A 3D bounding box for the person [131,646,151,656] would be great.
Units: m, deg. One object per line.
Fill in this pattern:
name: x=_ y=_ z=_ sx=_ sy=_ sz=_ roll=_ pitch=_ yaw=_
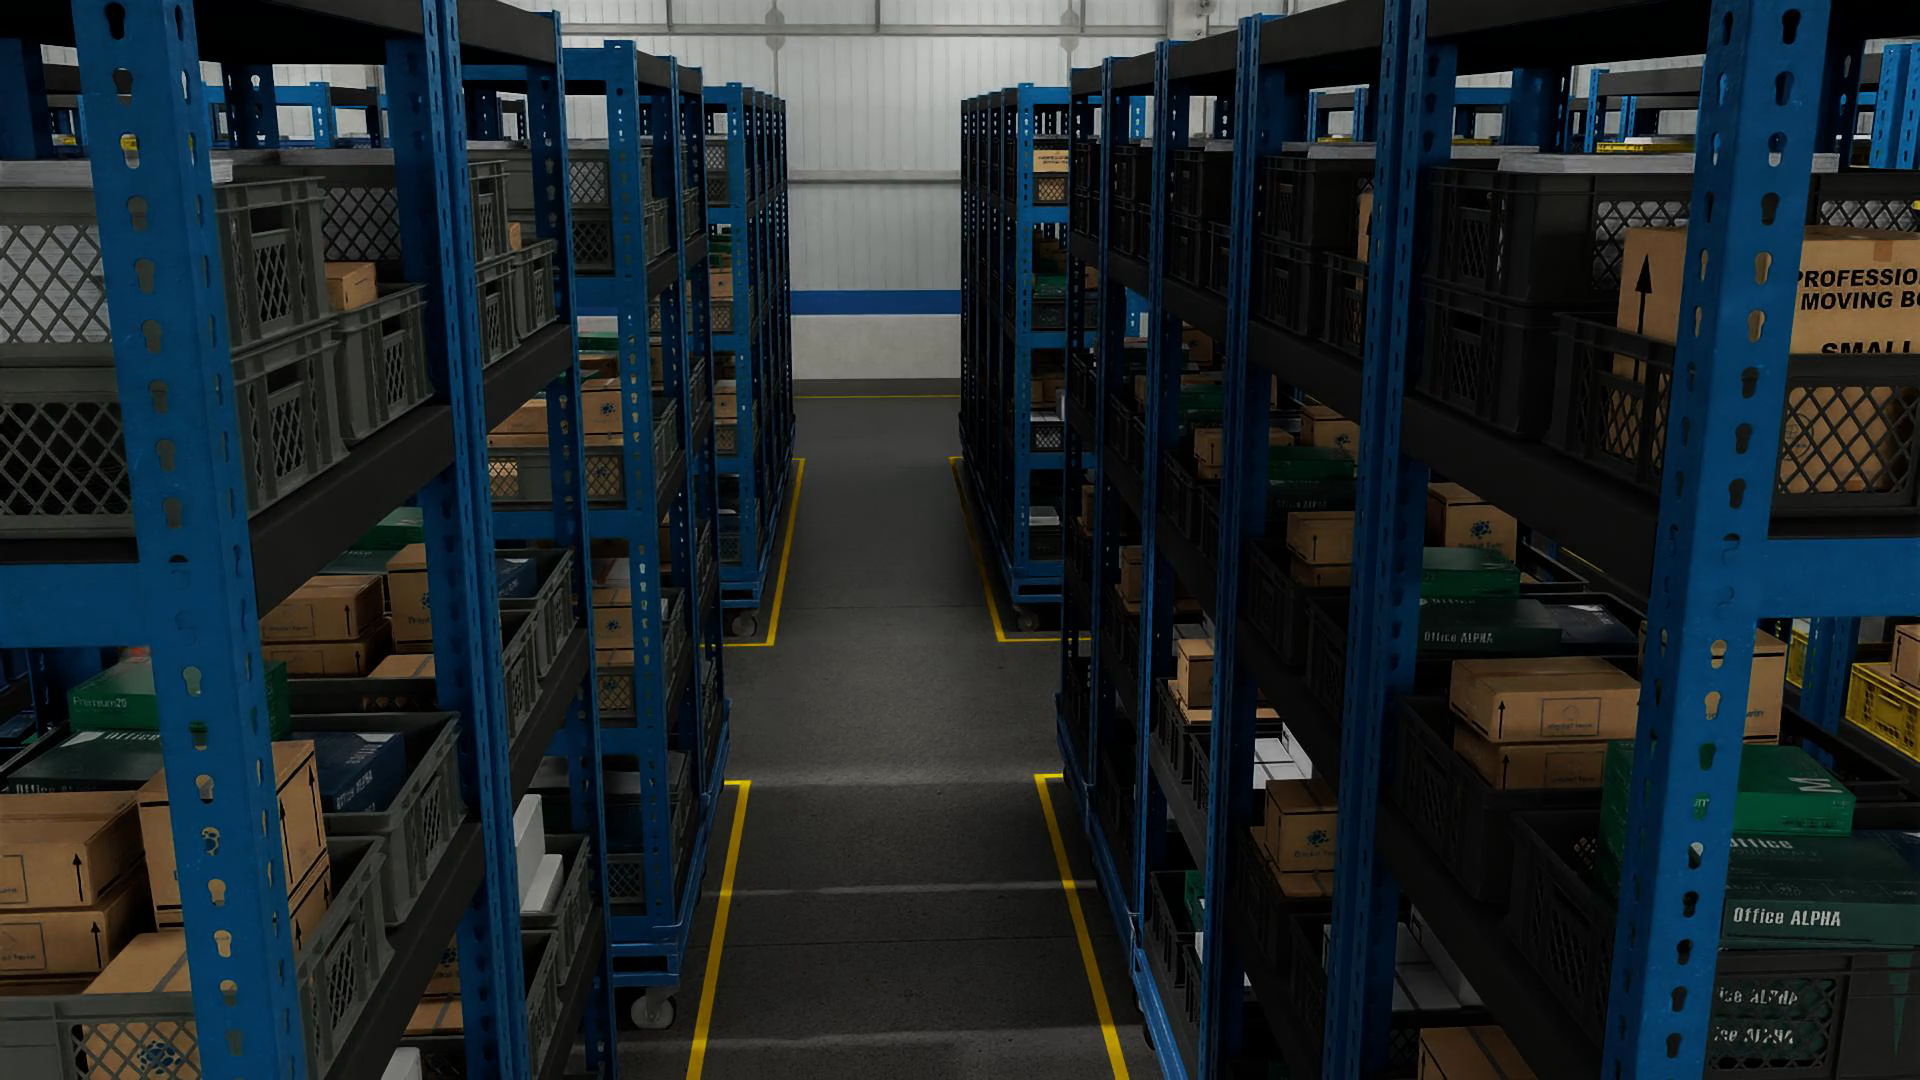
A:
person: x=-5.161 y=-0.020 z=9.657 sx=0.763 sy=2.028 sz=0.619 roll=0 pitch=14 yaw=-2
